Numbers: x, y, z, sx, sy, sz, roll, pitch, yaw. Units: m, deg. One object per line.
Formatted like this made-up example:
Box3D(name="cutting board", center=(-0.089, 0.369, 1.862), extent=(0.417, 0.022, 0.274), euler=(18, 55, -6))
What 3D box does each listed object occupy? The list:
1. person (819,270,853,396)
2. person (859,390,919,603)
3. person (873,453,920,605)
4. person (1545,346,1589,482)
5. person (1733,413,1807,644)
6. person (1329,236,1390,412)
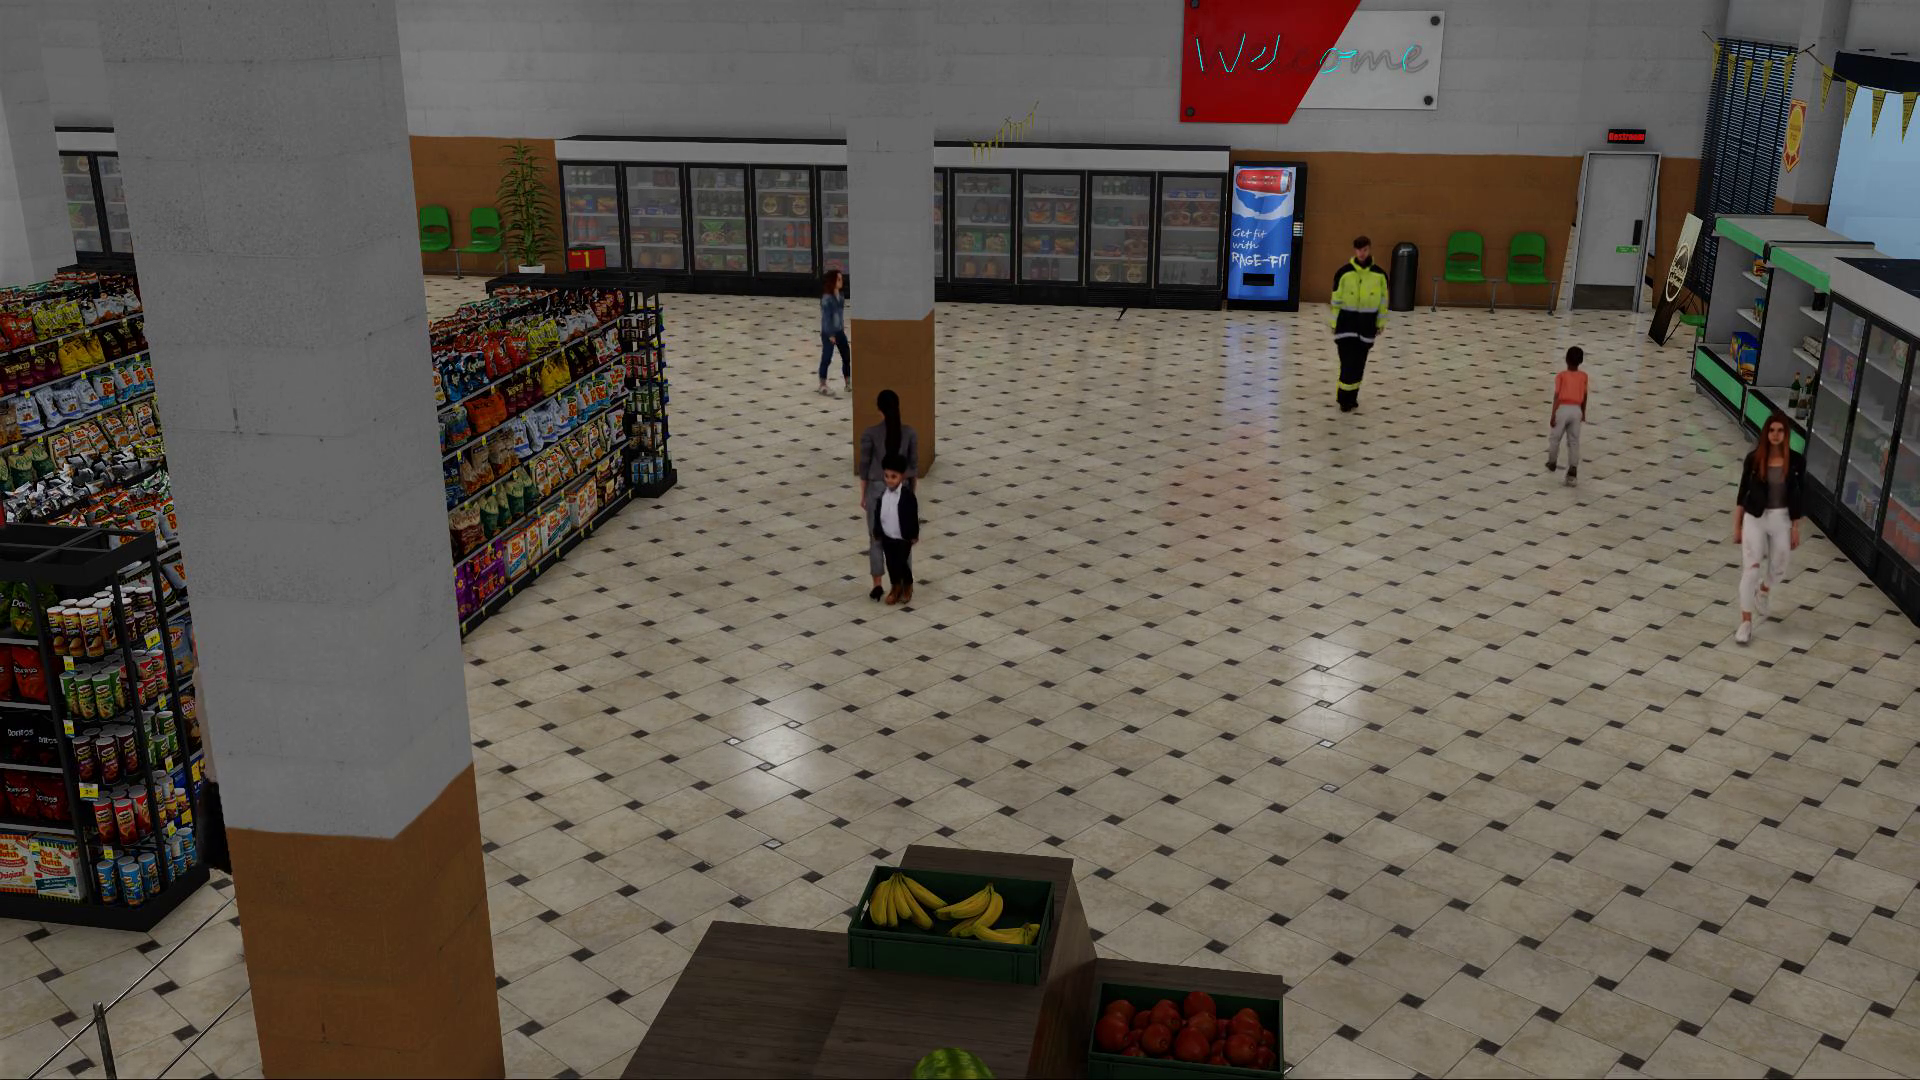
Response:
Box3D(name="person", center=(-1.542, -2.401, 19.331), extent=(0.802, 1.459, 0.802), euler=(12, 22, 32))
Box3D(name="person", center=(-0.559, -0.336, 12.875), extent=(0.707, 1.673, 0.723), euler=(-5, 19, -16))
Box3D(name="person", center=(-0.471, -0.103, 12.908), extent=(0.564, 1.209, 0.590), euler=(9, 21, 25))
Box3D(name="person", center=(5.882, -1.198, 16.026), extent=(0.557, 1.293, 0.914), euler=(2, 19, 5))
Box3D(name="person", center=(5.919, -0.108, 12.179), extent=(0.744, 1.685, 0.993), euler=(8, 20, 23))
Box3D(name="person", center=(4.446, -2.446, 18.694), extent=(0.870, 1.952, 0.883), euler=(-1, 19, -4))
